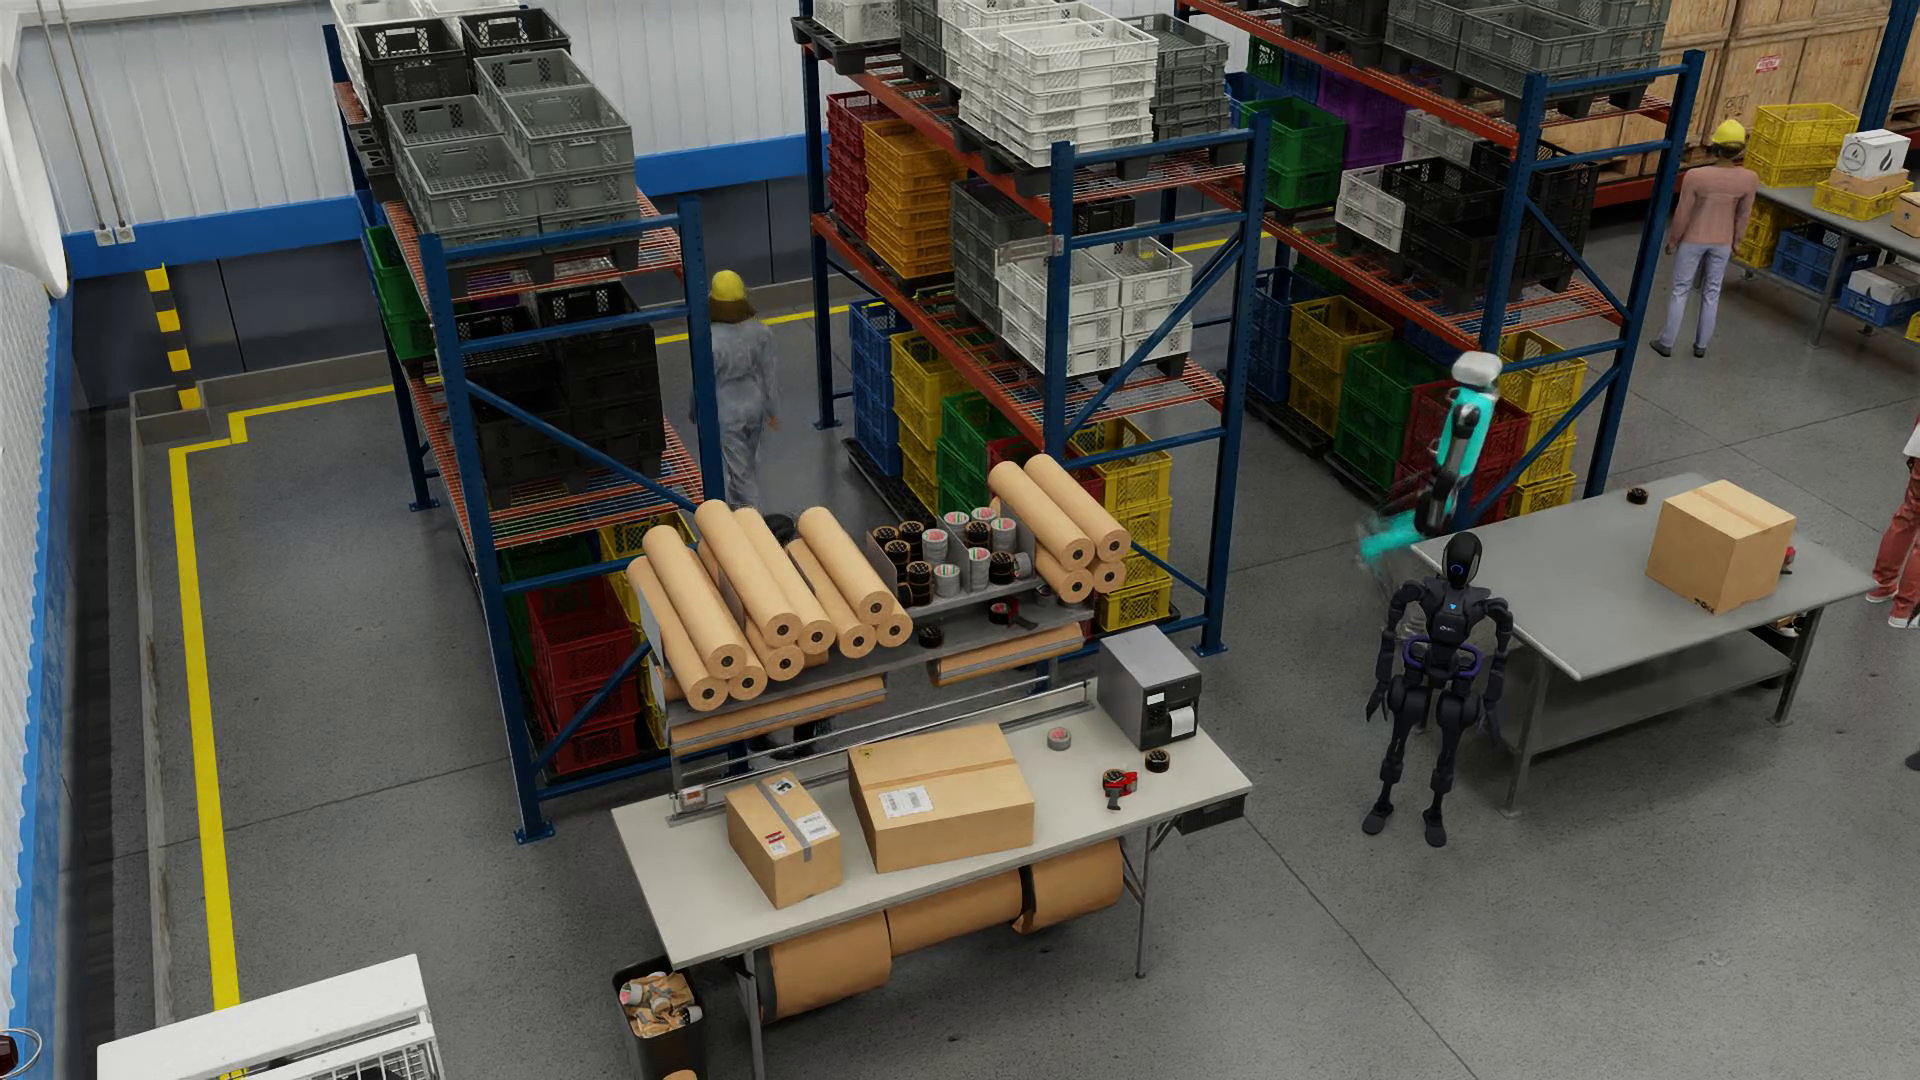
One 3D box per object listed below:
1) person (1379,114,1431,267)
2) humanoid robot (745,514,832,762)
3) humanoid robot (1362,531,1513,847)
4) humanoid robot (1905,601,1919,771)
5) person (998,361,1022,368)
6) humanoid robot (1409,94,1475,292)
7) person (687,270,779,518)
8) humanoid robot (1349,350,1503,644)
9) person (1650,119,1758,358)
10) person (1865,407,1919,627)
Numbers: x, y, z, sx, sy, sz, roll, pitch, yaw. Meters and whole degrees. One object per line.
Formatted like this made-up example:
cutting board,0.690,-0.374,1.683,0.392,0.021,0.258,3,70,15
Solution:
person,3.157,-2.393,12.363,0.593,1.845,0.528,28,41,37
humanoid robot,-0.784,0.619,7.624,0.590,1.651,0.338,23,38,32
humanoid robot,2.159,0.681,7.507,0.599,1.657,0.315,11,33,17
humanoid robot,5.008,0.345,8.087,0.645,1.639,0.605,-17,36,-26
person,0.574,-2.240,11.967,0.534,2.006,0.754,18,36,26
humanoid robot,3.783,-2.642,12.908,0.406,1.645,0.584,-10,33,-15
person,-1.359,-0.805,9.904,0.501,1.697,0.884,-17,36,-26
humanoid robot,2.405,-0.248,8.878,0.723,1.699,0.530,14,34,22
person,5.400,-2.171,12.069,0.533,1.766,0.320,3,32,5
person,5.367,-0.401,9.059,0.400,1.911,0.585,-3,32,-6
